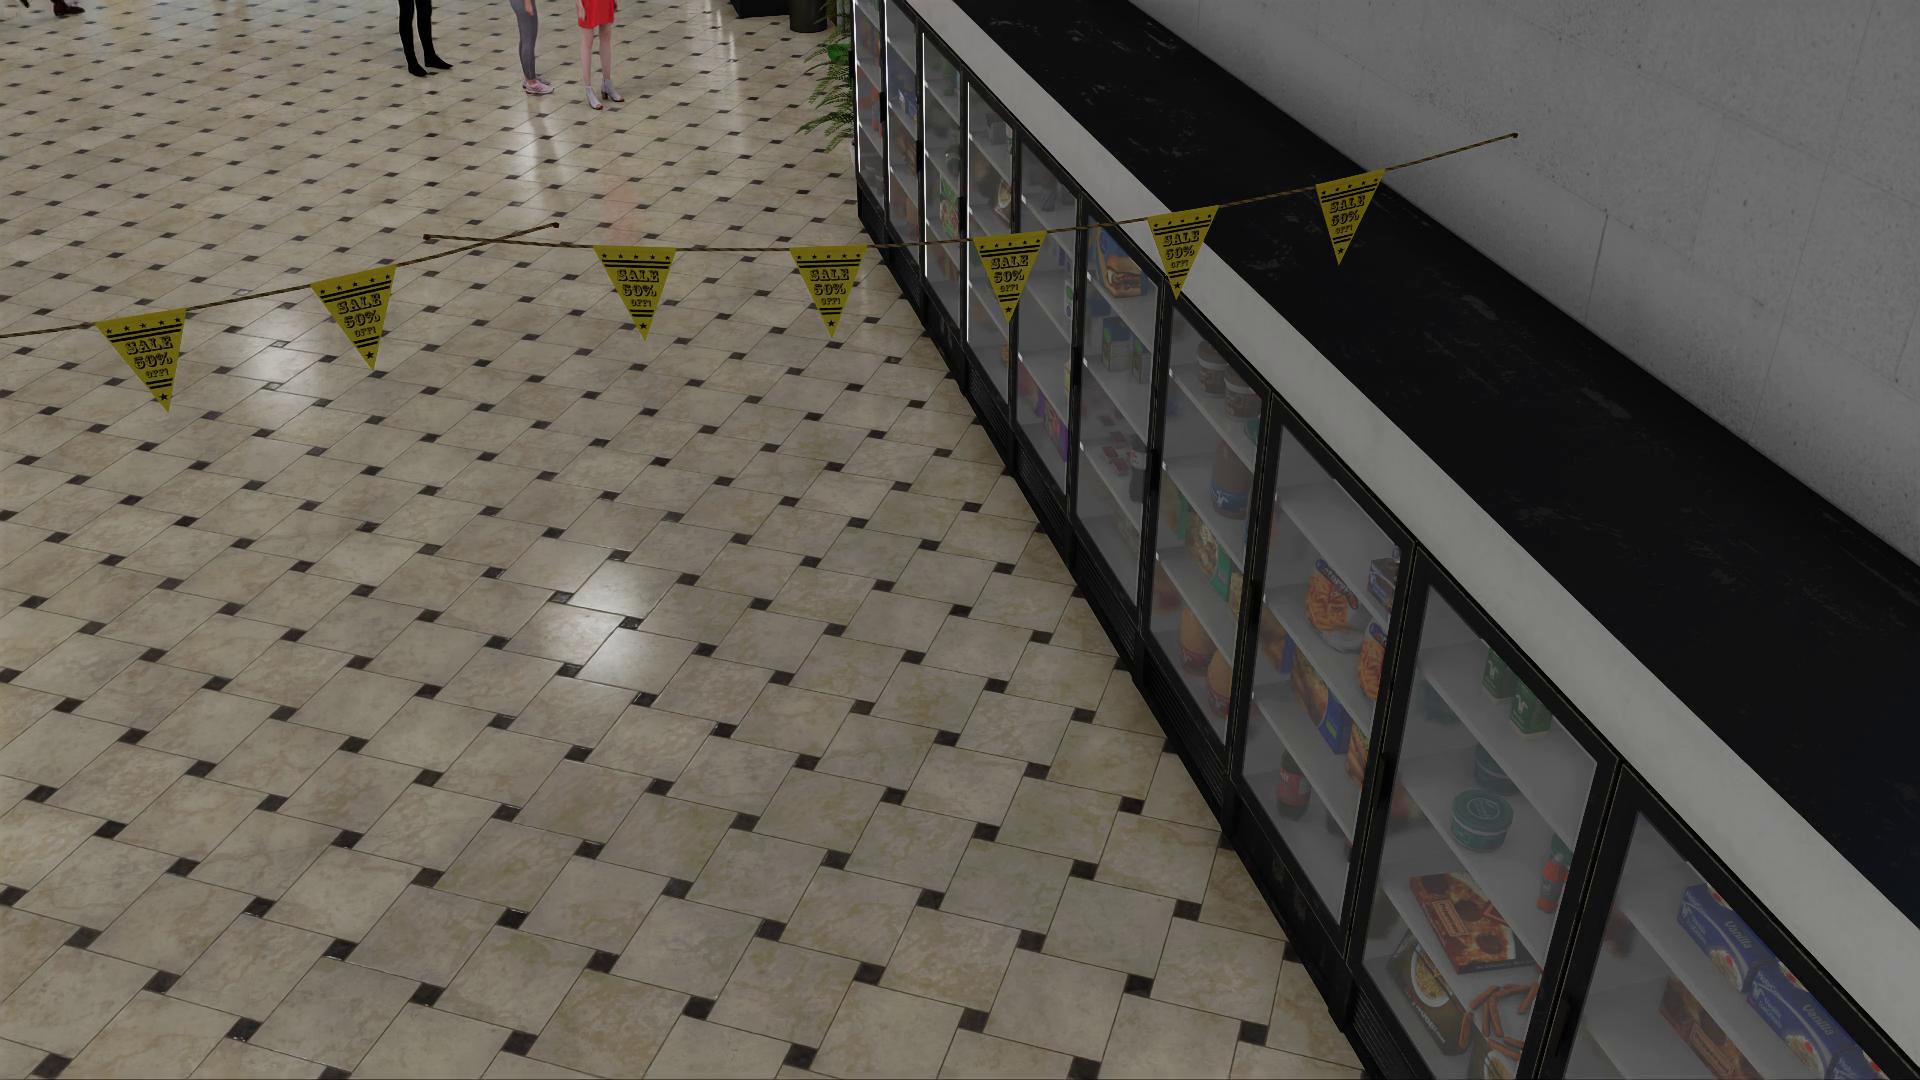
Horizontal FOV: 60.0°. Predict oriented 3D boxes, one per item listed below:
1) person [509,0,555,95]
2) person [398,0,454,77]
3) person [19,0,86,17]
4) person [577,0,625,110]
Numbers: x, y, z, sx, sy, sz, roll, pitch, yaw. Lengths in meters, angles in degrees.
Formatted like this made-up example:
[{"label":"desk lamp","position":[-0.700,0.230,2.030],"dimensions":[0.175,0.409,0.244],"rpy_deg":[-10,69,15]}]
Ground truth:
[{"label":"person","position":[-3.906,-4.835,14.896],"dimensions":[0.538,1.610,0.561],"rpy_deg":[-9,33,-14]},{"label":"person","position":[-5.073,-5.286,15.355],"dimensions":[0.841,1.891,0.767],"rpy_deg":[19,37,28]},{"label":"person","position":[-9.572,-6.275,17.025],"dimensions":[0.919,1.806,0.677],"rpy_deg":[-9,33,-15]},{"label":"person","position":[-3.186,-4.713,14.495],"dimensions":[0.740,1.826,0.658],"rpy_deg":[21,37,30]}]
